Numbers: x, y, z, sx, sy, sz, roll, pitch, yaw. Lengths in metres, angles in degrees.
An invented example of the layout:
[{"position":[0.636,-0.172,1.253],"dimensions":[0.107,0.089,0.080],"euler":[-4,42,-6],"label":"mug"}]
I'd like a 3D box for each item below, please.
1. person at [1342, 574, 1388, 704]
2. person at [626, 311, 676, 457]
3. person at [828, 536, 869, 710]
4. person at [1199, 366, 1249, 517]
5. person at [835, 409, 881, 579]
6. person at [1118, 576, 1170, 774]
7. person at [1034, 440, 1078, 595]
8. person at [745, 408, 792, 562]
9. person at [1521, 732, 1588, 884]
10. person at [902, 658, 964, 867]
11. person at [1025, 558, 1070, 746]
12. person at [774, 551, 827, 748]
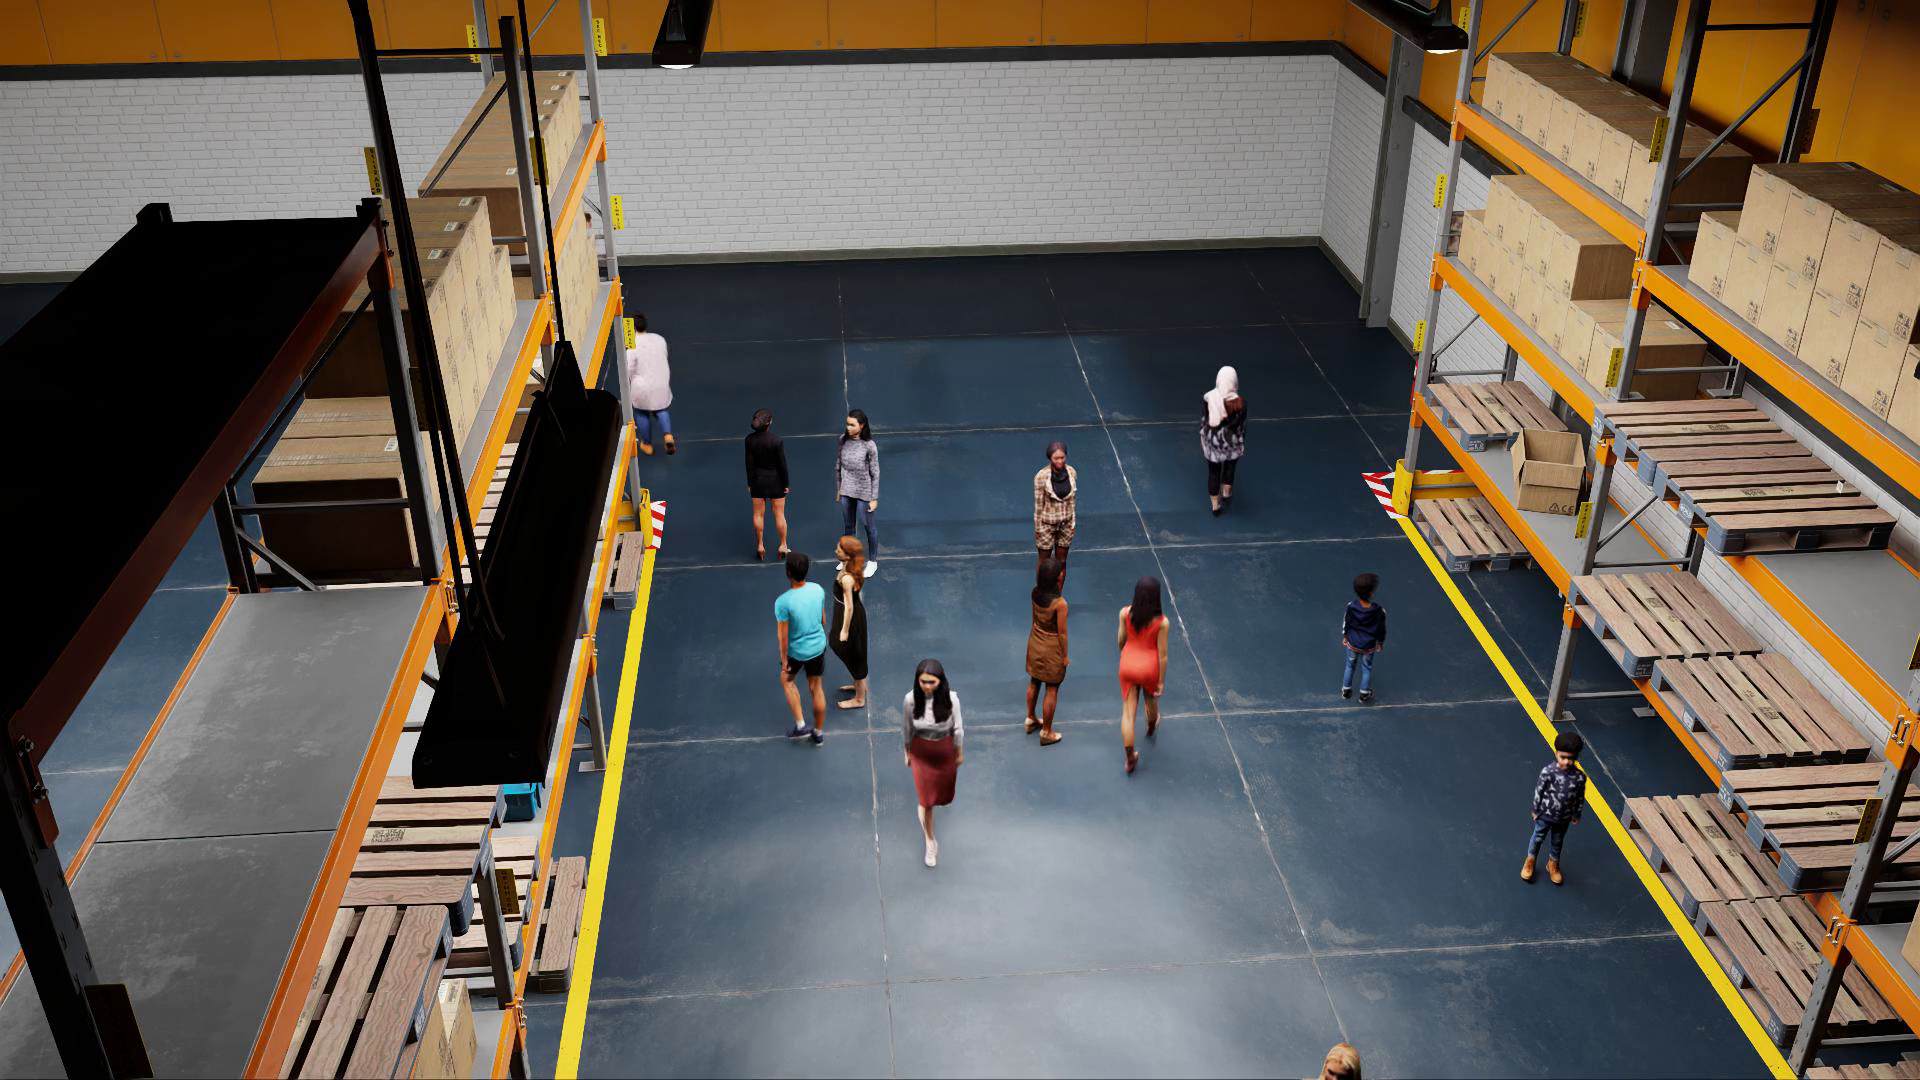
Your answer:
[{"position":[3.454,0.841,14.285],"dimensions":[0.595,1.224,0.626],"euler":[14,32,24],"label":"person"},{"position":[-3.418,-1.697,18.414],"dimensions":[0.897,1.726,1.013],"euler":[-15,32,-25],"label":"person"},{"position":[-0.921,0.688,14.147],"dimensions":[0.676,1.625,0.550],"euler":[2,29,4],"label":"person"},{"position":[2.711,-0.996,17.236],"dimensions":[0.786,1.623,0.904],"euler":[7,29,12],"label":"person"},{"position":[-0.986,-0.477,16.171],"dimensions":[0.689,1.732,0.706],"euler":[15,32,25],"label":"person"},{"position":[1.418,1.107,13.315],"dimensions":[0.817,1.685,1.077],"euler":[8,30,14],"label":"person"},{"position":[0.872,-0.110,15.431],"dimensions":[0.642,1.795,0.636],"euler":[-11,30,-19],"label":"person"},{"position":[-1.893,-0.545,16.392],"dimensions":[0.621,1.640,0.665],"euler":[3,29,5],"label":"person"},{"position":[4.386,1.957,12.211],"dimensions":[0.549,1.250,0.557],"euler":[5,29,8],"label":"person"},{"position":[-0.186,1.595,12.372],"dimensions":[0.691,1.732,0.910],"euler":[3,29,5],"label":"person"},{"position":[0.723,0.904,13.690],"dimensions":[0.699,1.683,0.599],"euler":[-19,34,-31],"label":"person"},{"position":[-1.209,0.940,13.542],"dimensions":[0.737,1.762,0.744],"euler":[-16,33,-27],"label":"person"}]
